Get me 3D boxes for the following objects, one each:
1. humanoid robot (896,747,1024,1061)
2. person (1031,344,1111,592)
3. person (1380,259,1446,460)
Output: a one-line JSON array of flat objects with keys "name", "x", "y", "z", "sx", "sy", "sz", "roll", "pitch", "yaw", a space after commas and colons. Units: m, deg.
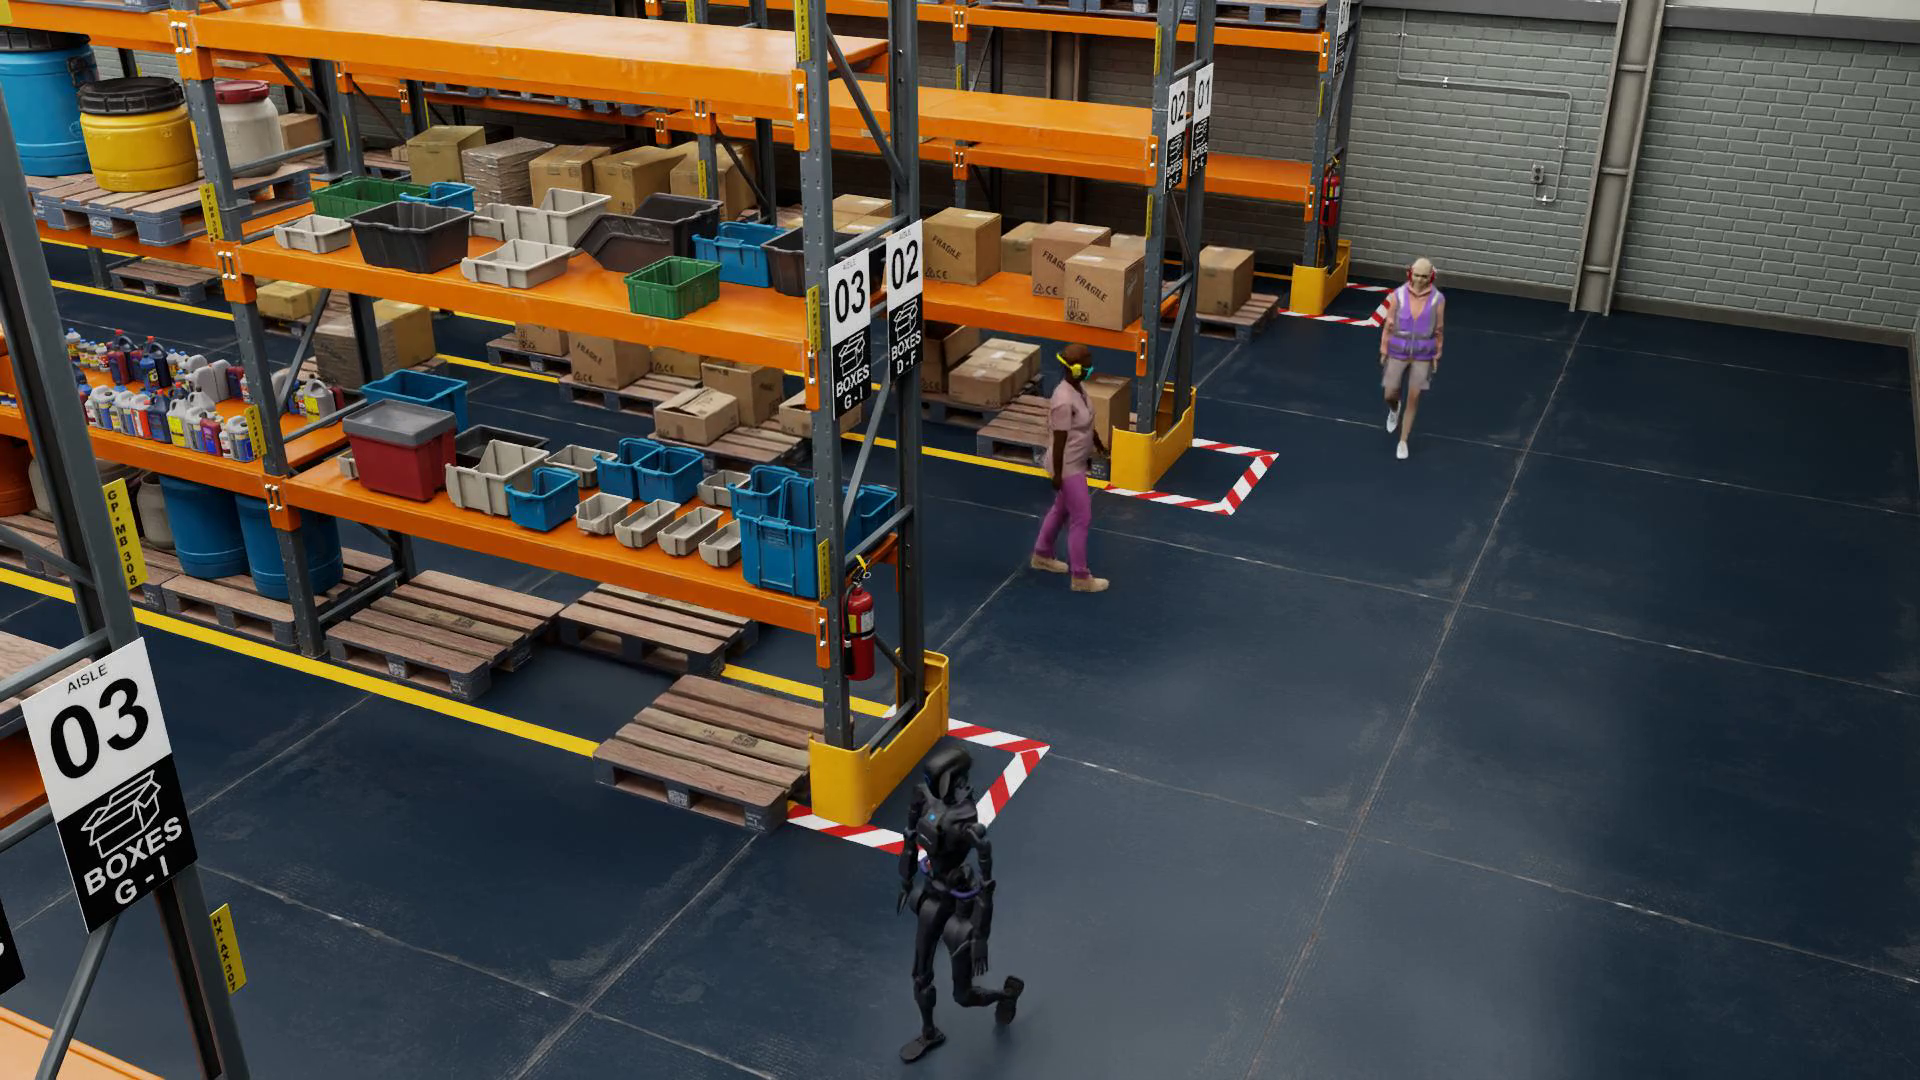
[{"name": "humanoid robot", "x": -0.010, "y": 1.603, "z": 7.486, "sx": 0.614, "sy": 1.632, "sz": 0.610, "roll": -22, "pitch": 34, "yaw": -37}, {"name": "person", "x": 0.770, "y": -0.529, "z": 11.670, "sx": 0.595, "sy": 1.771, "sz": 0.522, "roll": 6, "pitch": 27, "yaw": 12}, {"name": "person", "x": 3.747, "y": -1.534, "z": 13.808, "sx": 0.505, "sy": 1.676, "sz": 0.513, "roll": 8, "pitch": 27, "yaw": 15}]
